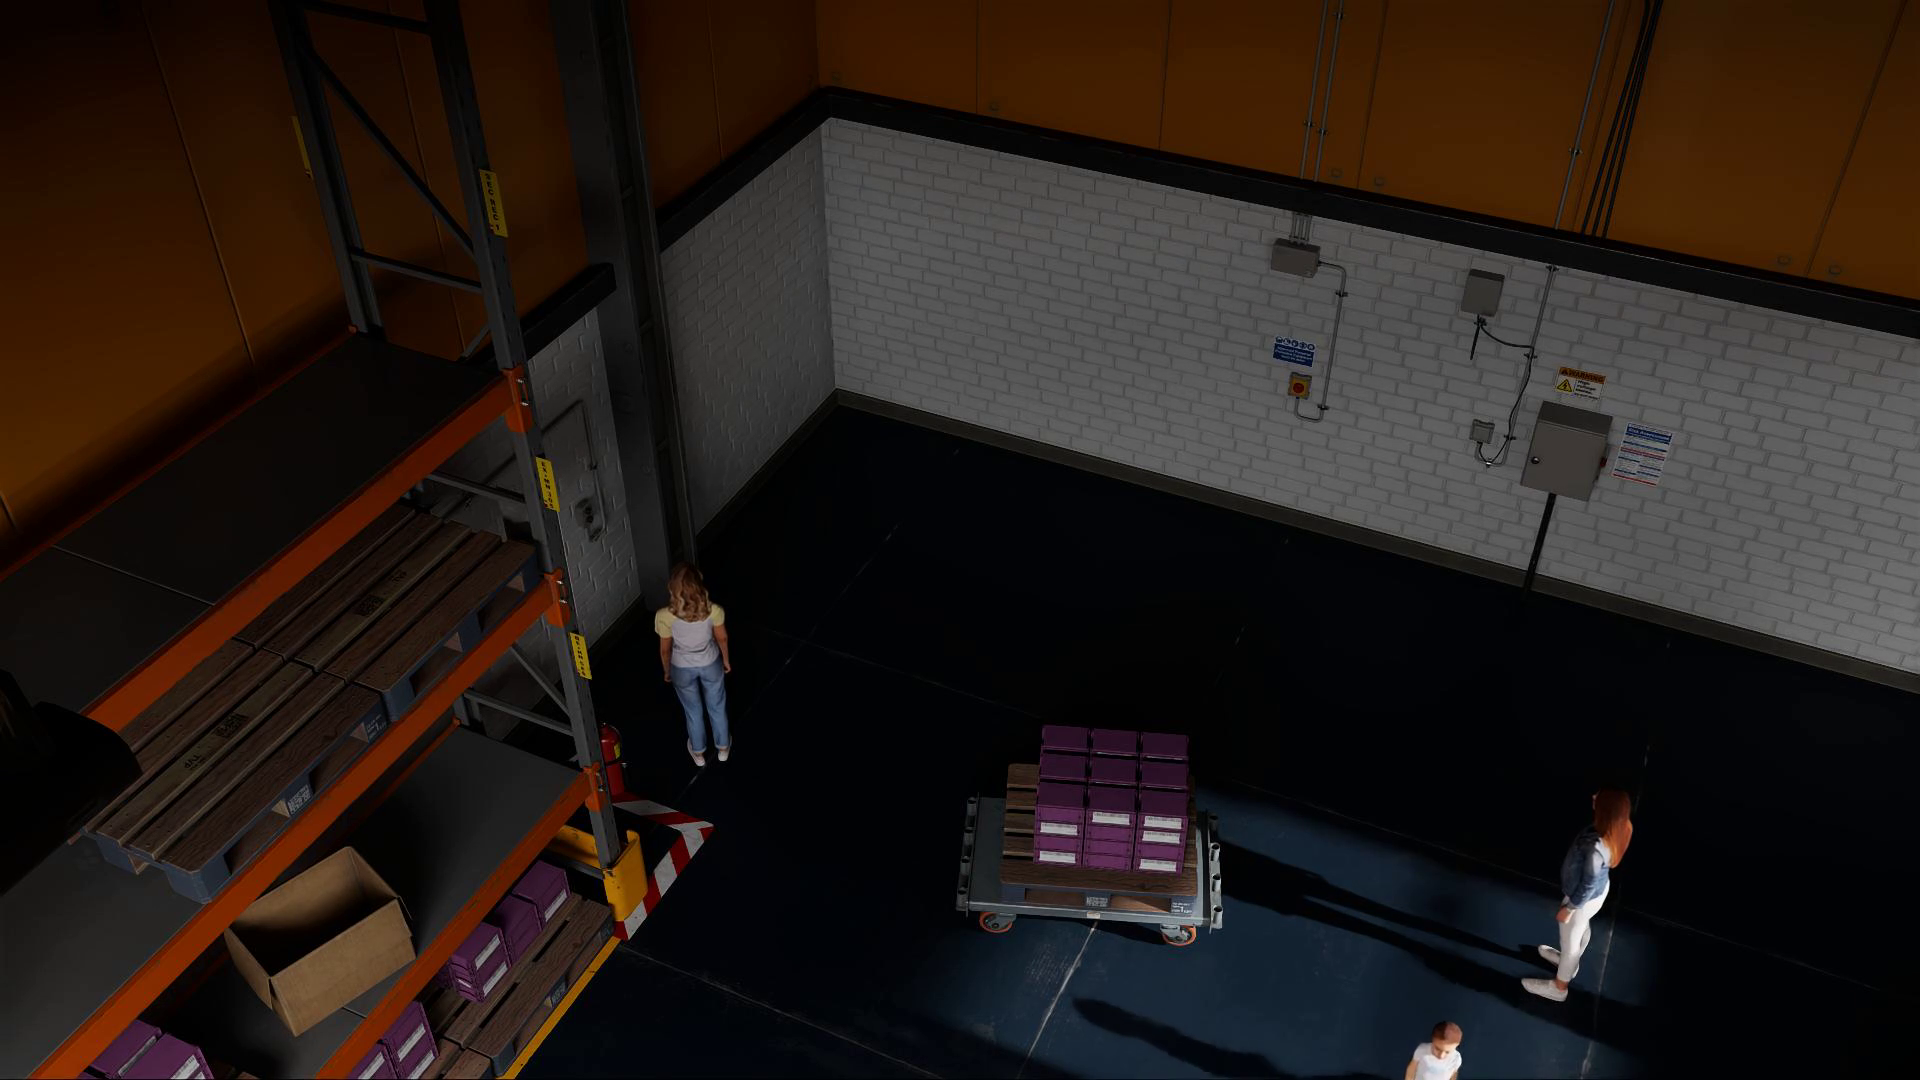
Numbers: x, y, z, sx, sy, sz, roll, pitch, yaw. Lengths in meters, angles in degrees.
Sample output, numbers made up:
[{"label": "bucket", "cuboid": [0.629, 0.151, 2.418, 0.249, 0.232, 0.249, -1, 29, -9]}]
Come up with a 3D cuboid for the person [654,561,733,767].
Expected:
[{"label": "person", "cuboid": [-1.780, 0.848, 11.250, 0.709, 1.722, 0.749, -9, 40, -12]}]

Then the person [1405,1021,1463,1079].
[{"label": "person", "cuboid": [2.589, 2.956, 9.182, 0.465, 1.010, 0.710, 12, 40, 15]}]

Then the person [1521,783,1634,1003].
[{"label": "person", "cuboid": [3.669, 2.065, 9.744, 0.714, 1.701, 0.508, 23, 44, 26]}]
